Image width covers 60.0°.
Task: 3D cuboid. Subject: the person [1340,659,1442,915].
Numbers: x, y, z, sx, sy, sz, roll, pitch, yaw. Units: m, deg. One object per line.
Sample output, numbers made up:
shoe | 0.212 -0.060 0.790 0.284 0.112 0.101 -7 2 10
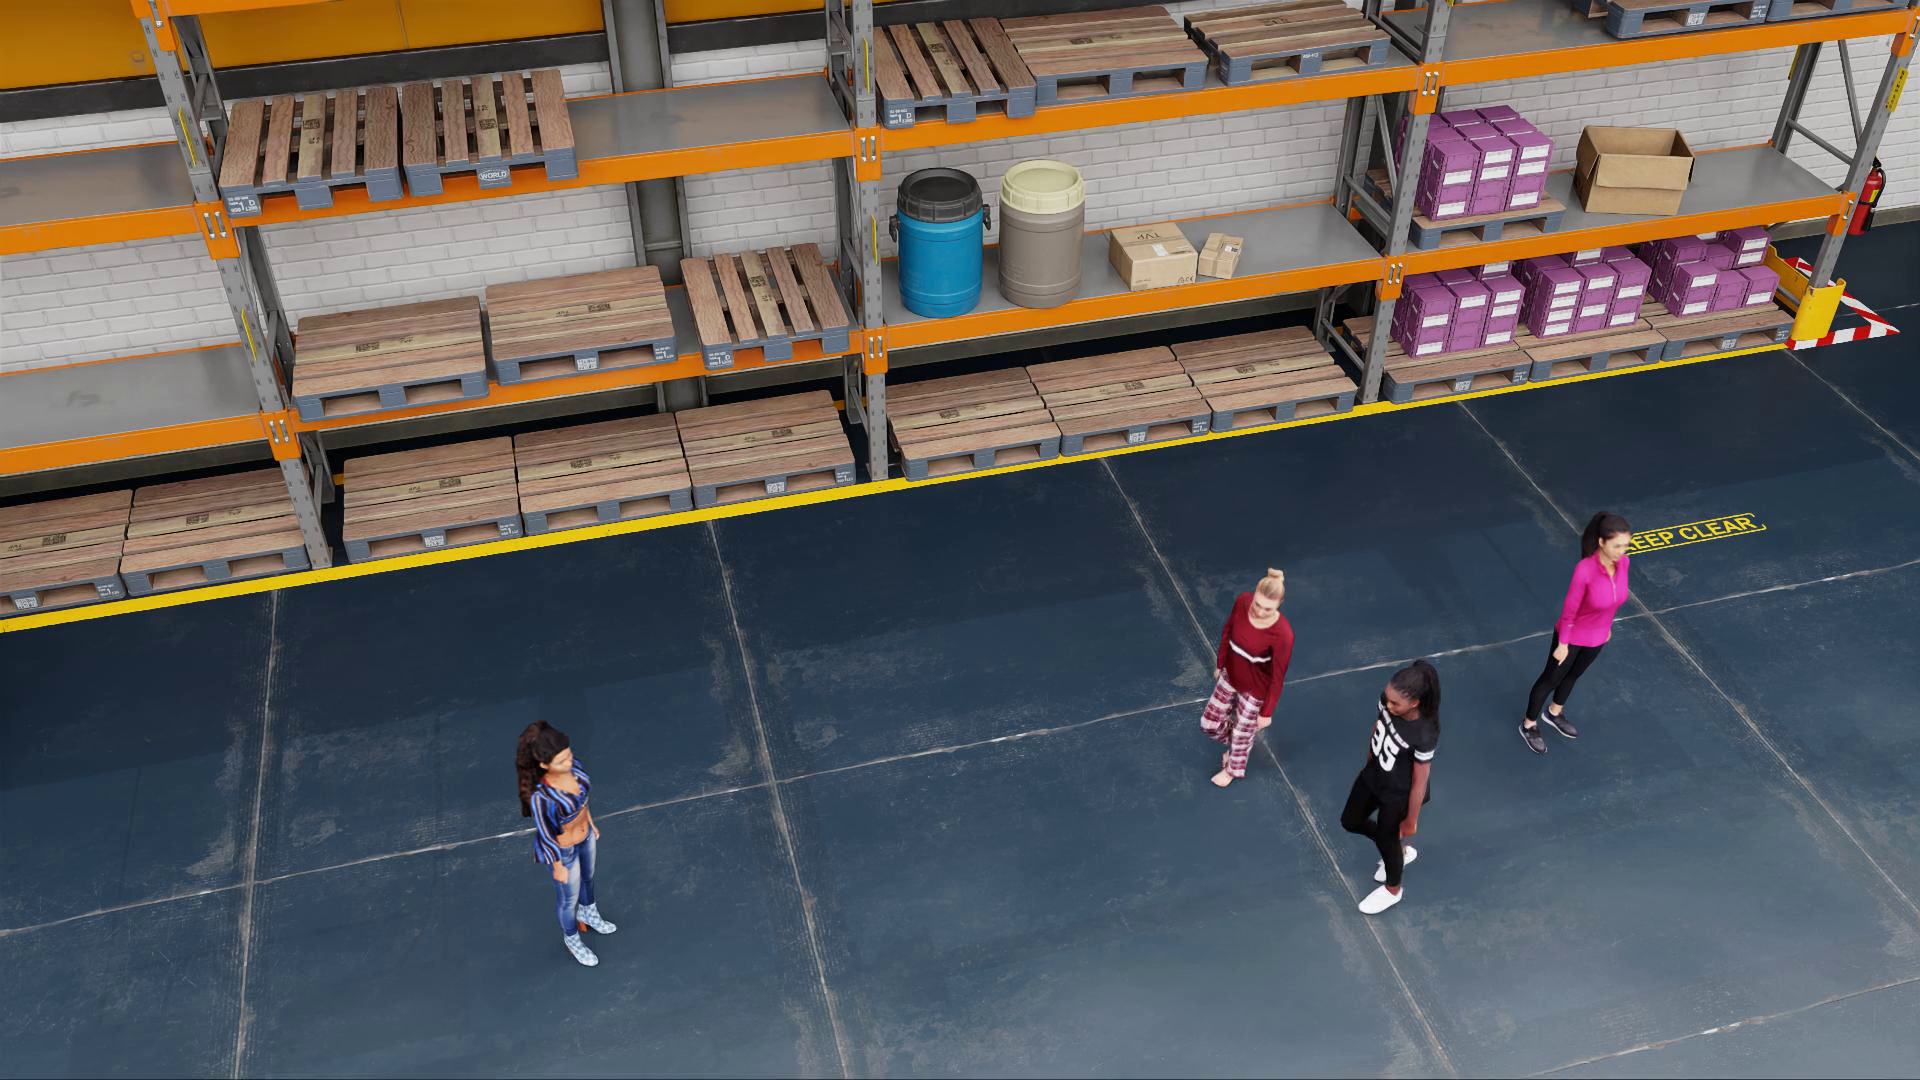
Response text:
person | 2.370 1.292 8.874 0.730 1.729 0.685 -16 41 -19

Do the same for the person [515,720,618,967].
person | -2.028 1.568 8.618 0.717 1.616 0.694 11 40 14

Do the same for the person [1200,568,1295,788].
person | 1.707 0.783 9.541 0.784 1.691 0.771 -25 45 -28

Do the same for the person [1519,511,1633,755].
person | 3.673 0.538 9.850 0.570 1.699 0.701 -19 42 -22
